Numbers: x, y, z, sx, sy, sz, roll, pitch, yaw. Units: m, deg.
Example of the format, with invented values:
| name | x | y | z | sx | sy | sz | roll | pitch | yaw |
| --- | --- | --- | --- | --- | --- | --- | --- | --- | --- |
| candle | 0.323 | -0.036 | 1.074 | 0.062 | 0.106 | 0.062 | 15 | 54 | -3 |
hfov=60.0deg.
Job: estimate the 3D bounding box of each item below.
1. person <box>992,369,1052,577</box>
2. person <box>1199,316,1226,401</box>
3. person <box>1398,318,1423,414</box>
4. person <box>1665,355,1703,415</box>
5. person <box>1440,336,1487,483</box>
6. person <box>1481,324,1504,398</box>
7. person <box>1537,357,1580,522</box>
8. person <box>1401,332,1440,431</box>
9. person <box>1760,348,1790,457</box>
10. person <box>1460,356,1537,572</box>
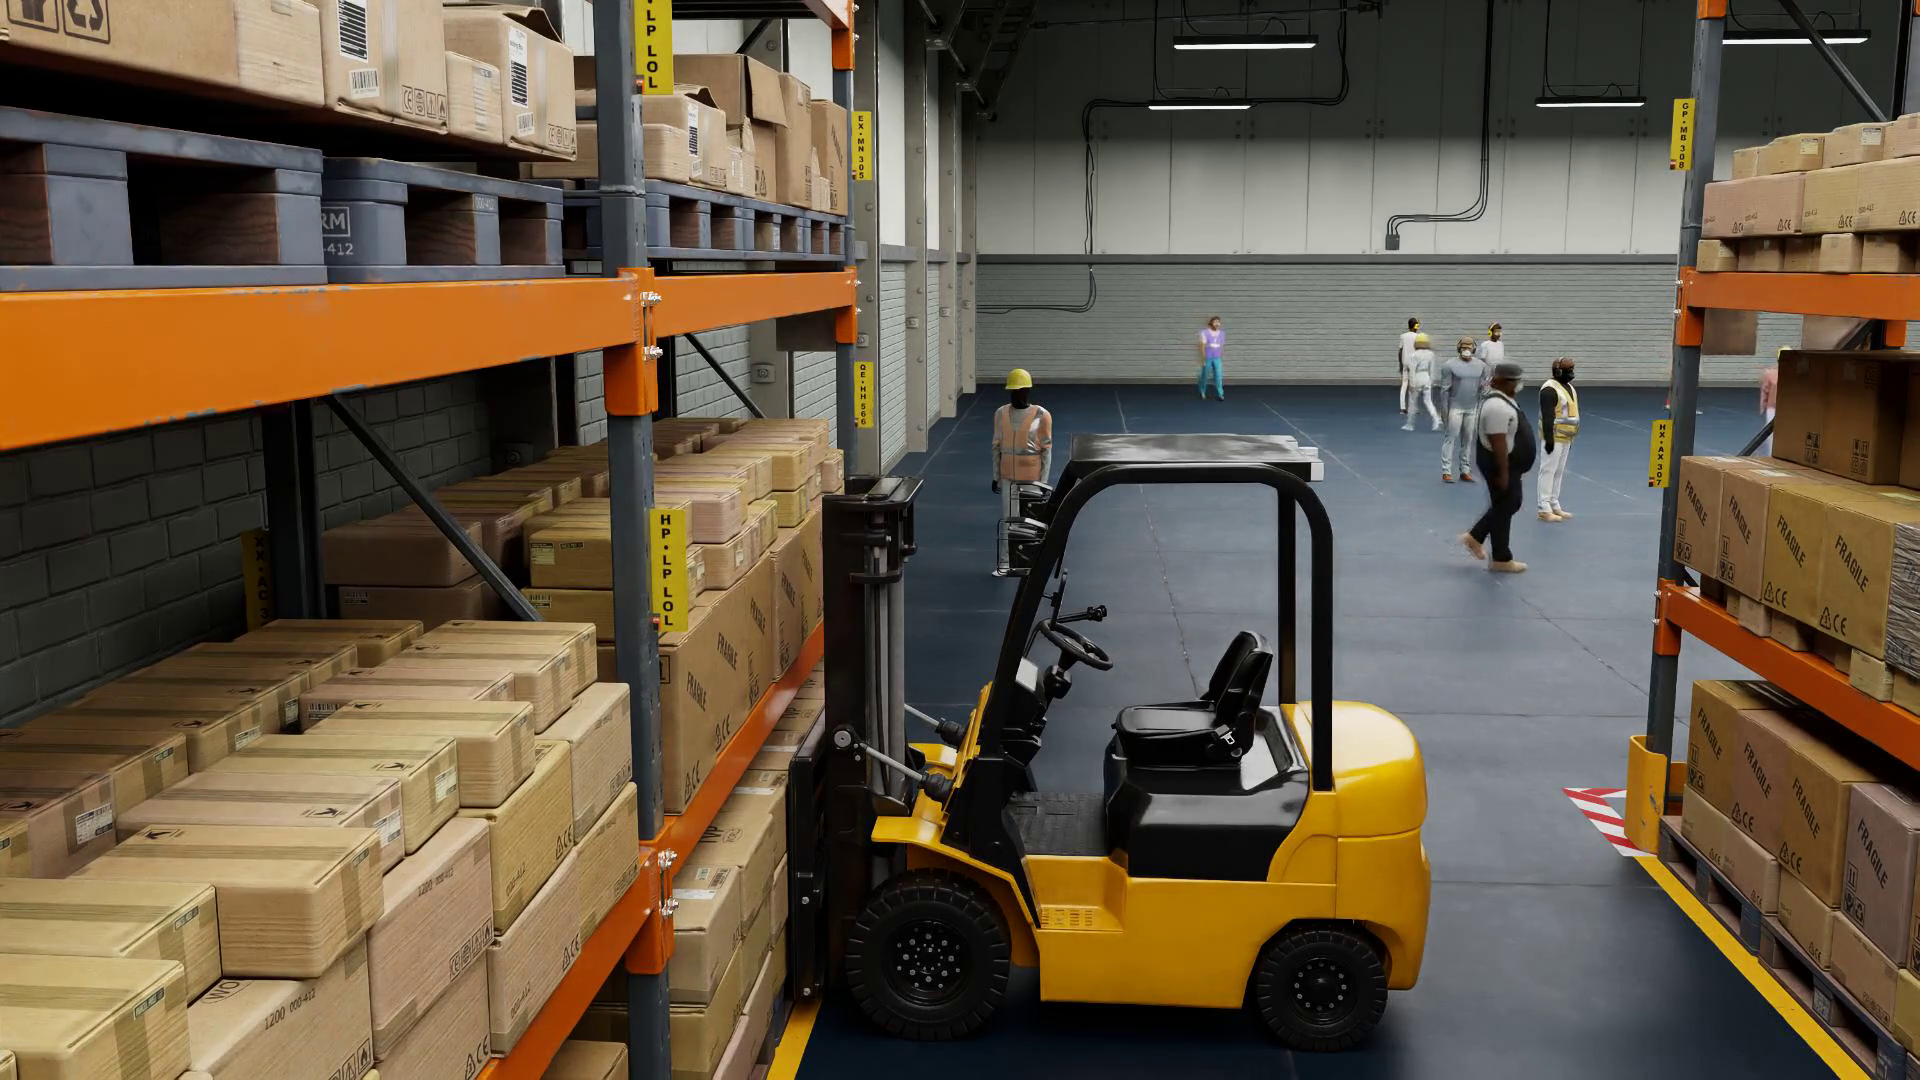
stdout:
| name | x | y | z | sx | sy | sz | roll | pitch | yaw |
| --- | --- | --- | --- | --- | --- | --- | --- | --- | --- |
| person | 0.550 | -0.602 | 15.234 | 0.588 | 1.927 | 0.370 | 5 | 10 | 27 |
| person | 5.370 | -3.868 | 35.444 | 0.573 | 1.798 | 0.978 | -2 | 10 | -13 |
| person | 8.715 | -3.363 | 32.162 | 0.334 | 1.865 | 0.517 | -8 | 12 | -40 |
| person | 14.060 | -3.301 | 32.246 | 0.519 | 1.713 | 0.919 | -5 | 10 | -26 |
| person | 6.639 | -1.717 | 21.963 | 0.629 | 1.936 | 0.371 | -2 | 10 | -11 |
| person | 9.312 | -2.839 | 29.004 | 0.542 | 1.864 | 0.377 | -6 | 11 | -30 |
| person | 6.738 | -1.136 | 18.729 | 0.430 | 1.845 | 0.624 | 8 | 12 | 41 |
| person | 7.992 | -2.729 | 28.755 | 0.497 | 1.720 | 0.771 | -4 | 10 | -21 |
| person | 11.485 | -1.816 | 23.239 | 0.535 | 1.714 | 0.964 | 3 | 10 | 19 |
| person | 5.095 | -0.718 | 15.591 | 0.578 | 2.000 | 0.703 | 3 | 10 | 18 |
